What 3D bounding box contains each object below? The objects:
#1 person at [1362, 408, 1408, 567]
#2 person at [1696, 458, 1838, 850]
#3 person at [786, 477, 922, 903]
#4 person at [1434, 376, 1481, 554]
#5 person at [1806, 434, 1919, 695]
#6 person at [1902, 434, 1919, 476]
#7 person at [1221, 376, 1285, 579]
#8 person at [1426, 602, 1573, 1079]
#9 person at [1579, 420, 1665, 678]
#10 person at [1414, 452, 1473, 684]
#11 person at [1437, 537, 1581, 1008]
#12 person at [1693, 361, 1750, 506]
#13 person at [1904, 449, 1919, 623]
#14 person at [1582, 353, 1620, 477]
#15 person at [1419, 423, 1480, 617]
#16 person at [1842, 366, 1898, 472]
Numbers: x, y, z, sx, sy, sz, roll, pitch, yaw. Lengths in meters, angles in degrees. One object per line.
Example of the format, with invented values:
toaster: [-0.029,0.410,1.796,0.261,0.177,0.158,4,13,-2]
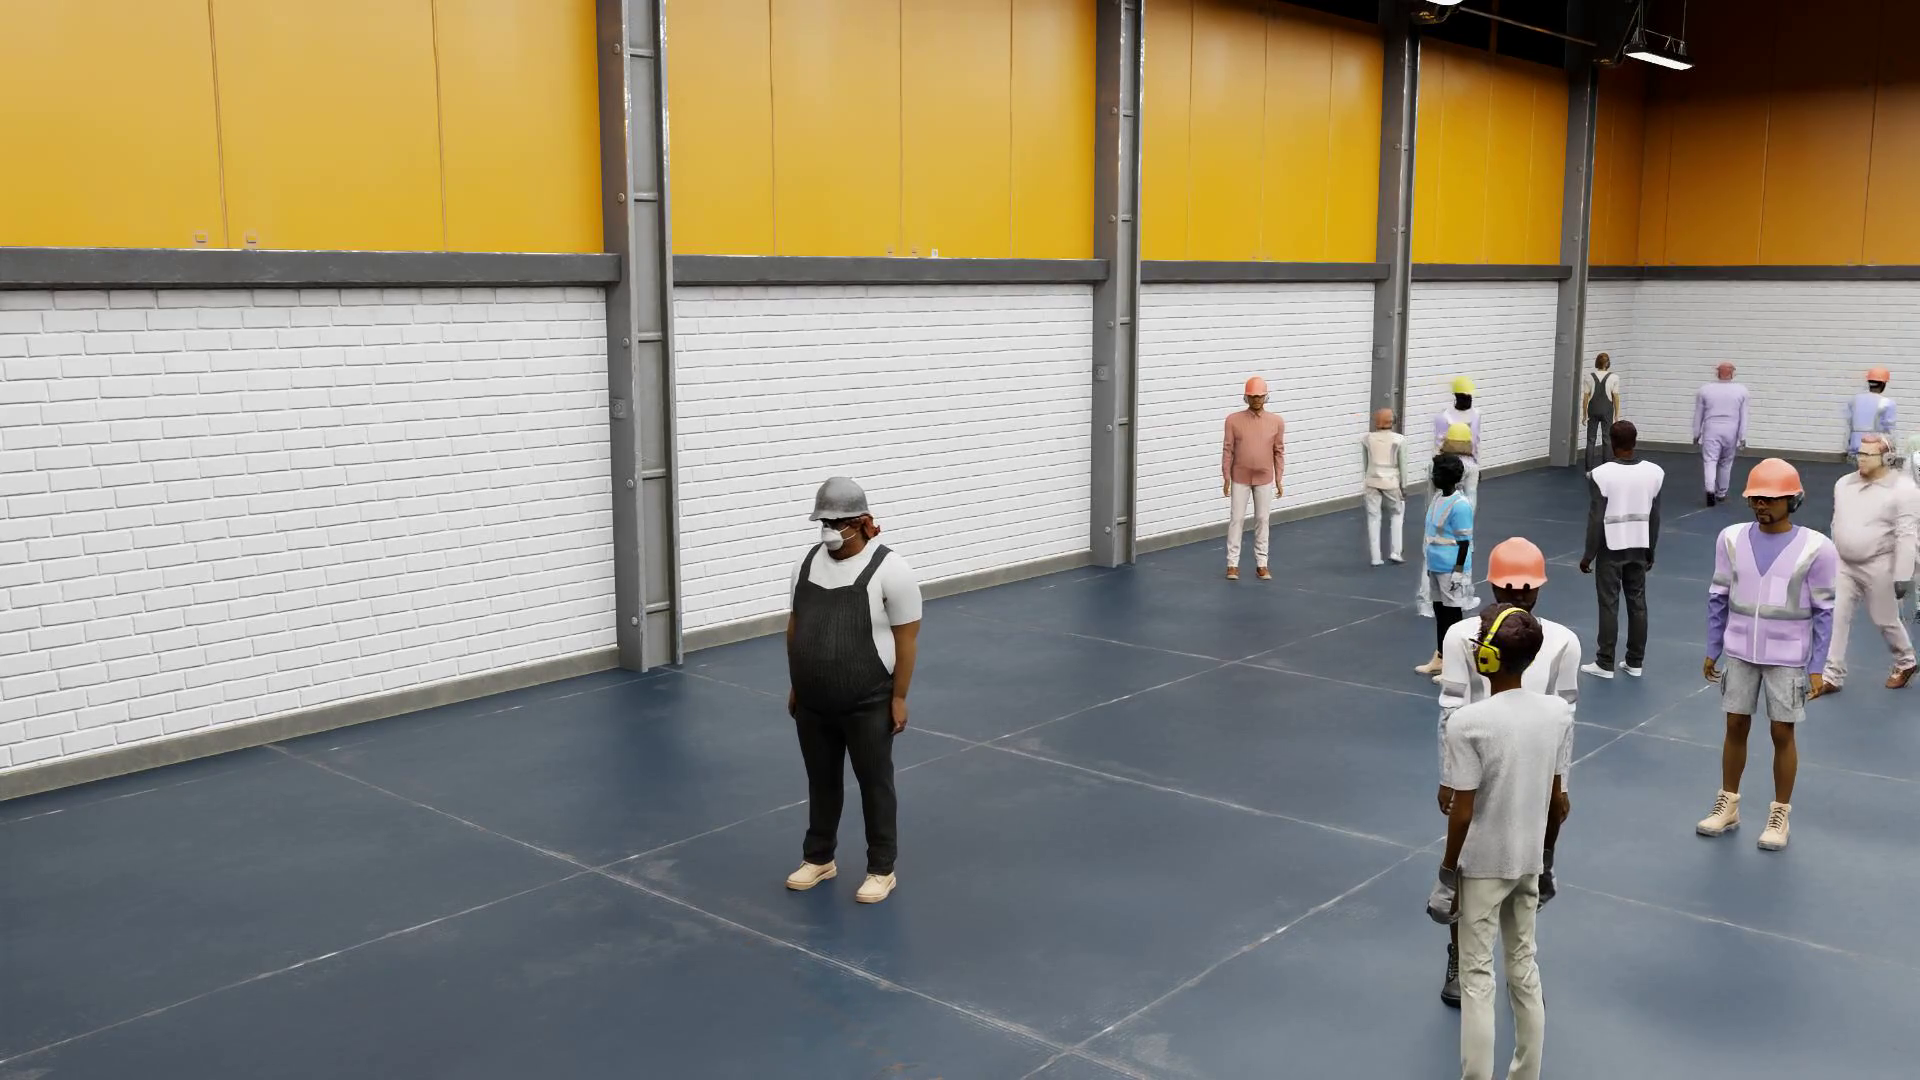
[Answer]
person: [4.379,-0.547,17.095,0.510,1.614,0.566,6,11,32]
person: [4.176,0.590,8.644,0.393,2.041,0.613,-8,12,-43]
person: [-0.563,0.707,7.921,0.690,2.000,0.538,5,10,27]
person: [5.333,-0.826,17.957,0.598,1.910,0.685,-5,10,-29]
person: [6.491,0.172,11.819,0.927,1.875,0.652,-5,10,-27]
person: [9.883,-0.518,16.962,0.509,1.613,0.583,5,10,30]
person: [2.865,-0.602,16.280,0.608,1.996,0.381,0,9,2]
person: [1.849,1.142,5.753,0.513,1.862,0.328,-4,10,-24]
person: [4.892,0.073,12.302,0.588,1.913,0.391,-2,9,-11]
person: [3.552,0.202,12.155,0.317,1.698,0.540,-1,9,-6]
person: [2.214,0.945,6.748,0.545,1.938,0.355,1,9,7]
person: [9.884,-1.388,21.611,0.646,1.873,0.949,4,10,23]
person: [8.340,-0.180,14.187,0.612,1.813,0.423,6,11,34]
person: [9.411,-1.824,24.446,0.505,1.839,0.344,5,10,27]
person: [4.297,-0.178,14.553,0.499,1.697,0.900,8,12,40]
person: [10.756,-1.088,19.574,0.660,1.912,0.565,-6,11,-33]
